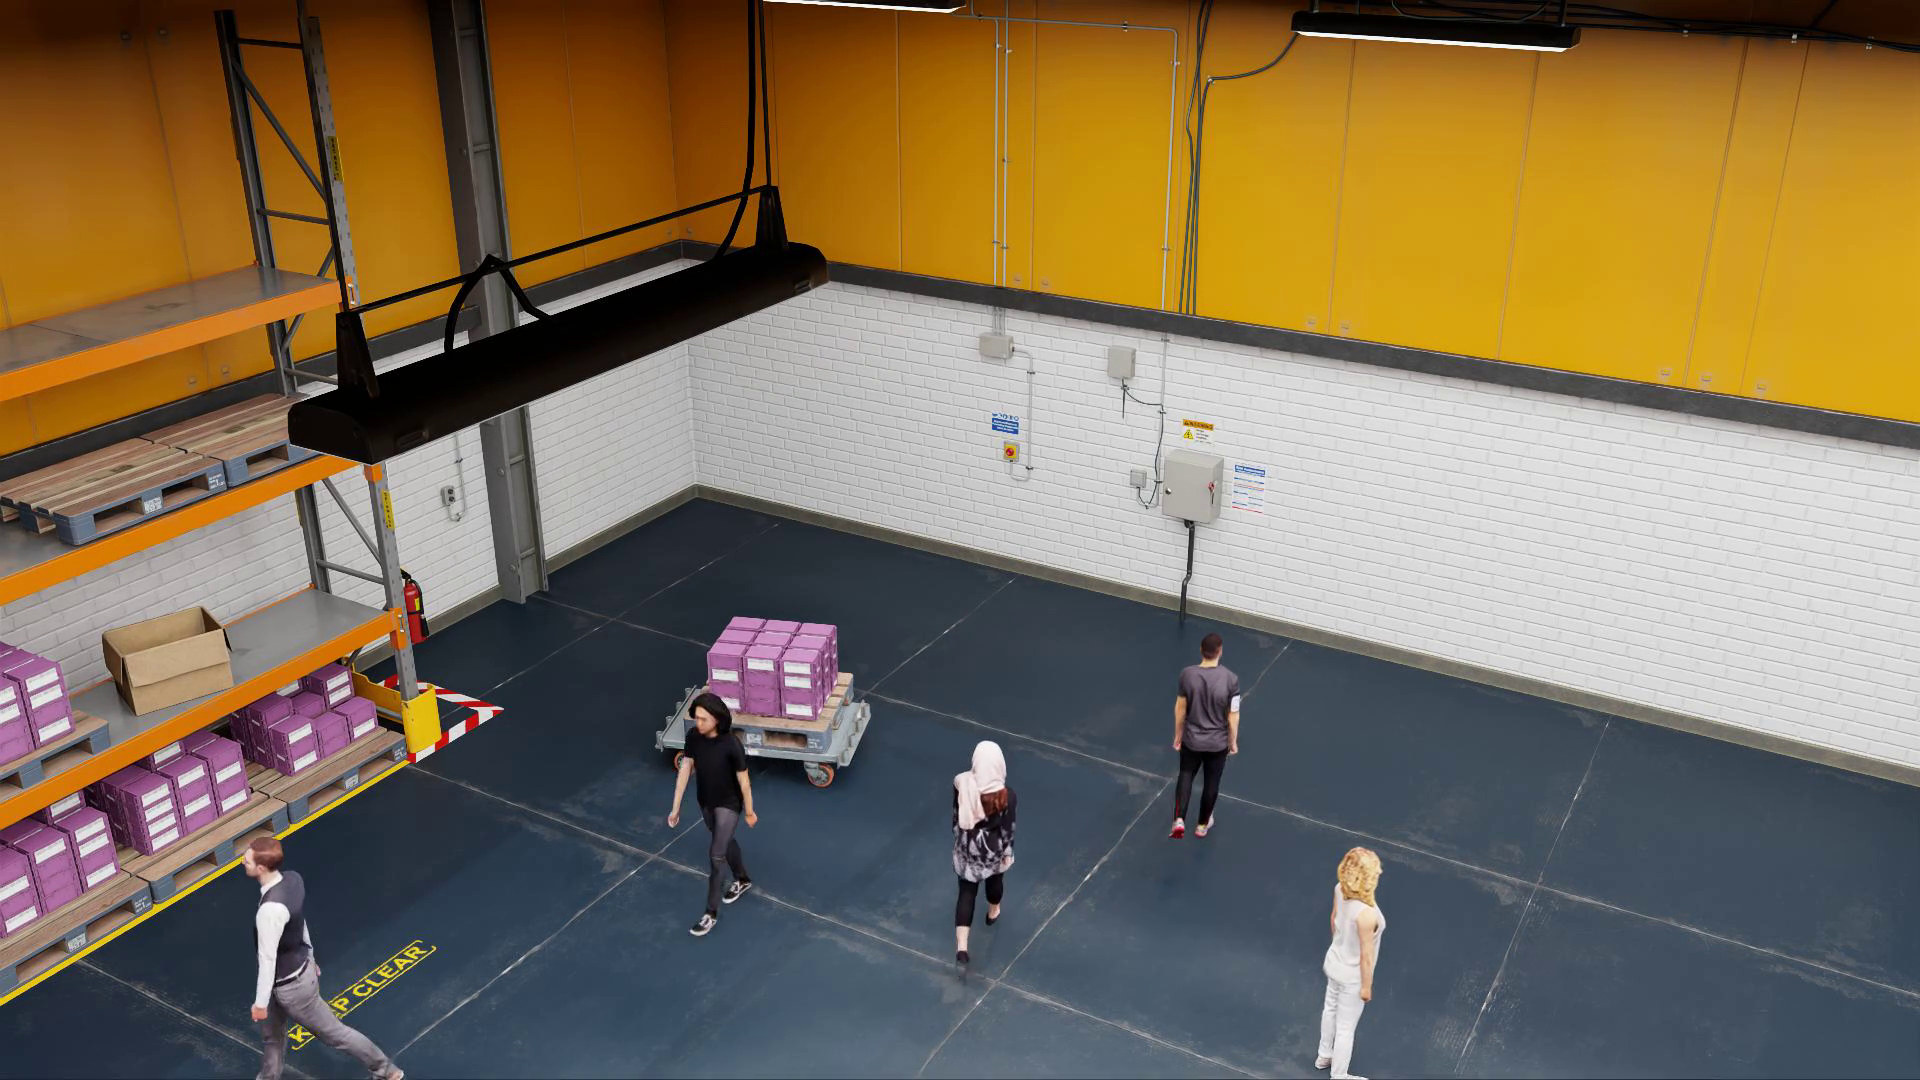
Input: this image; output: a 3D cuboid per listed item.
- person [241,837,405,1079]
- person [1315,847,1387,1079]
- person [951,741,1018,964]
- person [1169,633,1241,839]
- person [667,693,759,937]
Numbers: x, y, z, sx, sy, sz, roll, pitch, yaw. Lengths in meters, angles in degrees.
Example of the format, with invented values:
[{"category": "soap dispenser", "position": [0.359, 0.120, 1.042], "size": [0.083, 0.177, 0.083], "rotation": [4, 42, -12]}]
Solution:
[{"category": "person", "position": [-3.880, 2.625, 9.942], "size": [1.299, 1.897, 1.217], "rotation": [-7, 24, -15]}, {"category": "person", "position": [2.387, 2.616, 10.246], "size": [0.738, 1.670, 0.674], "rotation": [-5, 24, -12]}, {"category": "person", "position": [0.126, 2.152, 11.393], "size": [0.842, 1.603, 1.168], "rotation": [5, 24, 11]}, {"category": "person", "position": [1.834, 1.549, 12.589], "size": [0.724, 1.749, 0.904], "rotation": [8, 25, 19]}, {"category": "person", "position": [-1.652, 1.827, 11.882], "size": [0.698, 1.805, 0.999], "rotation": [17, 29, 33]}]
